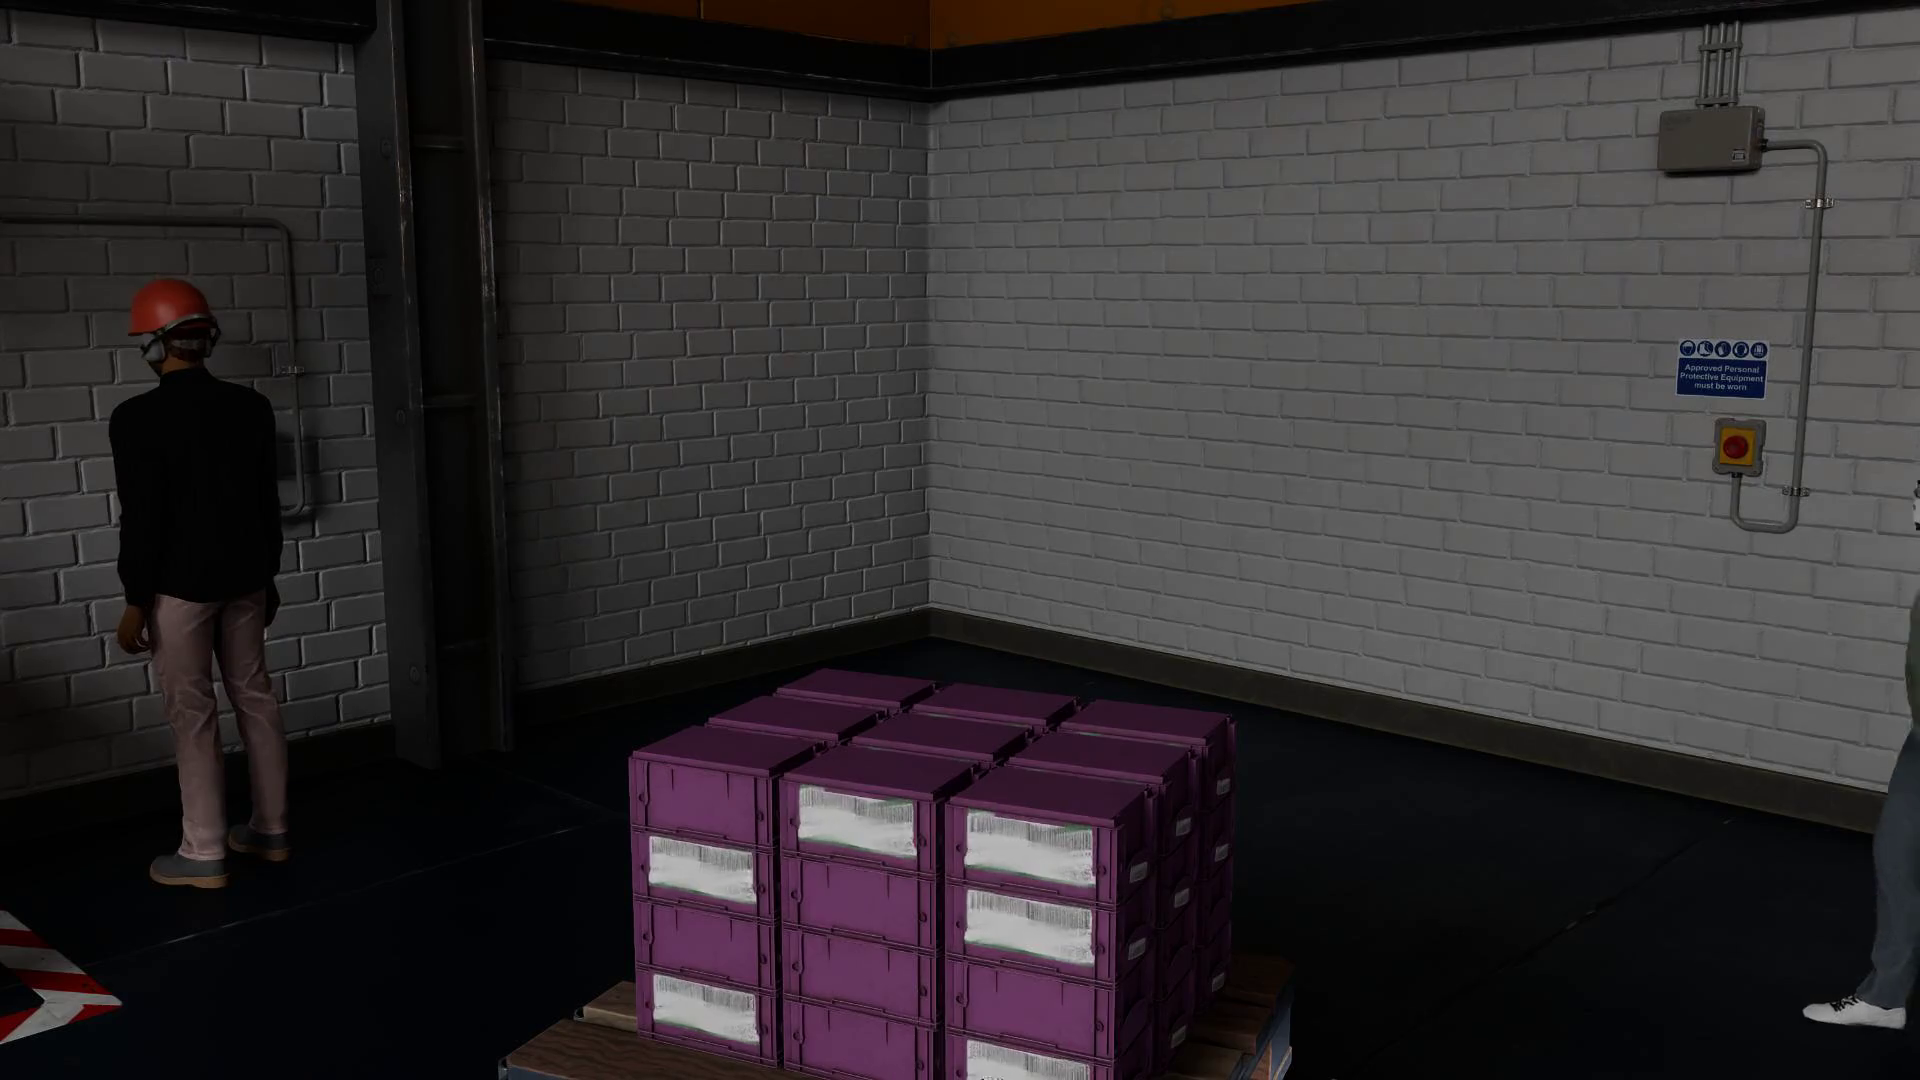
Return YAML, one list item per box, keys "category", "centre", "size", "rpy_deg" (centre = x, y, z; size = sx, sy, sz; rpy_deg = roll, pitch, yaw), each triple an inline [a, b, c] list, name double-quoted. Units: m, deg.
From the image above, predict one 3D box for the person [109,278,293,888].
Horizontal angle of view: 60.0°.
- category: "person"
  centre: [-2.513, 0.142, 5.490]
  size: [0.400, 1.989, 0.623]
  rpy_deg: [4, 10, 25]

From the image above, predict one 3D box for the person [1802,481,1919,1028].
- category: "person"
  centre: [2.609, 0.543, 4.226]
  size: [0.643, 1.617, 0.503]
  rpy_deg: [3, 10, 15]
